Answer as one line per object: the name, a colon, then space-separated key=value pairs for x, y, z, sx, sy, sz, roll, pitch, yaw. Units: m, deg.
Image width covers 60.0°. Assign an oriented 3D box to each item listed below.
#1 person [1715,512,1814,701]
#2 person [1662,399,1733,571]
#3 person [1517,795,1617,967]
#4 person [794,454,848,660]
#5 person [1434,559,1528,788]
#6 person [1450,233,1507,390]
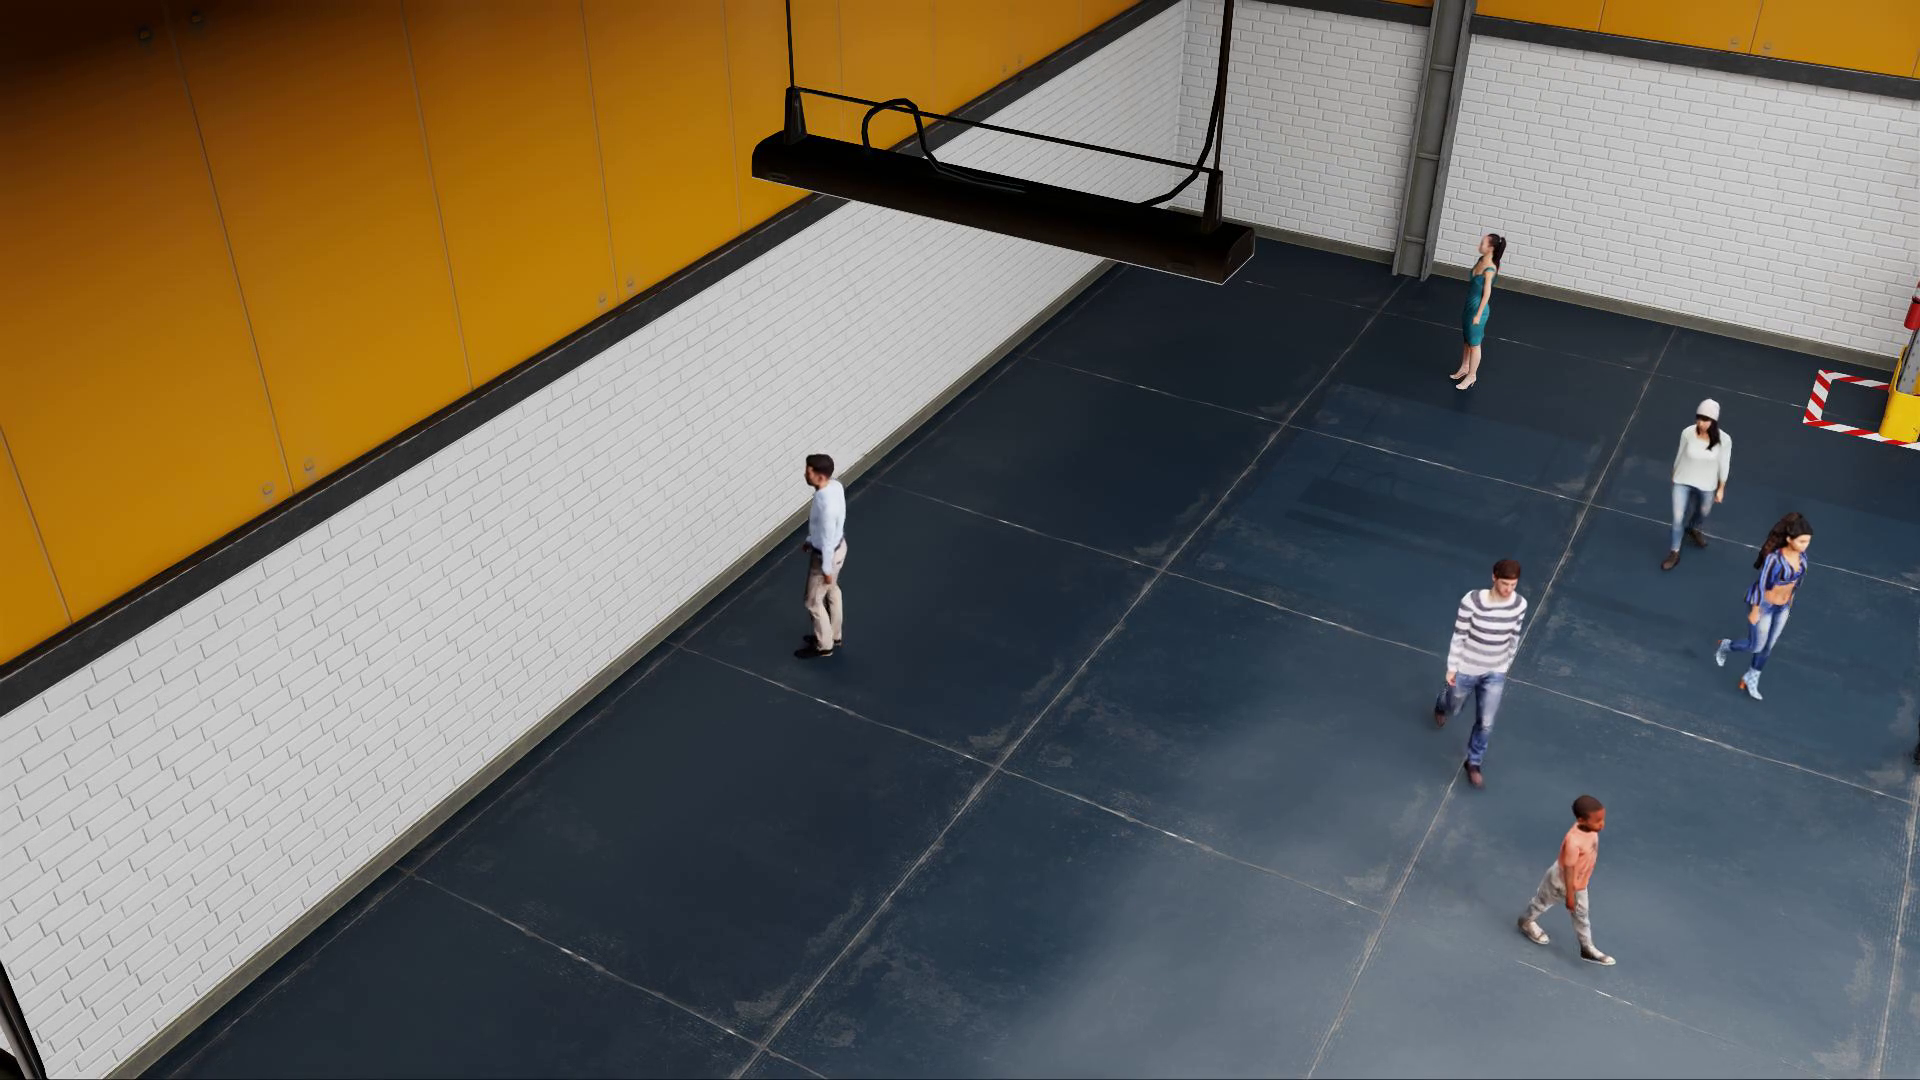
person: x=6.199 y=0.482 z=12.841 sx=0.824 sy=1.608 sz=0.893 roll=-13 pitch=36 yaw=-18
person: x=6.353 y=-0.512 z=14.327 sx=0.834 sy=1.618 sz=0.746 roll=10 pitch=35 yaw=15
person: x=3.840 y=2.125 z=10.665 sx=0.683 sy=1.280 sz=0.936 roll=-25 pitch=41 yaw=-33
person: x=-1.003 y=0.112 z=13.185 sx=0.820 sy=1.842 sz=0.786 roll=2 pitch=34 yaw=2
person: x=3.744 y=0.860 z=12.075 sx=1.083 sy=1.826 sz=0.992 roll=2 pitch=34 yaw=3
person: x=5.289 y=-2.347 z=17.026 sx=0.636 sy=1.687 sz=0.618 roll=-1 pitch=34 yaw=-1
